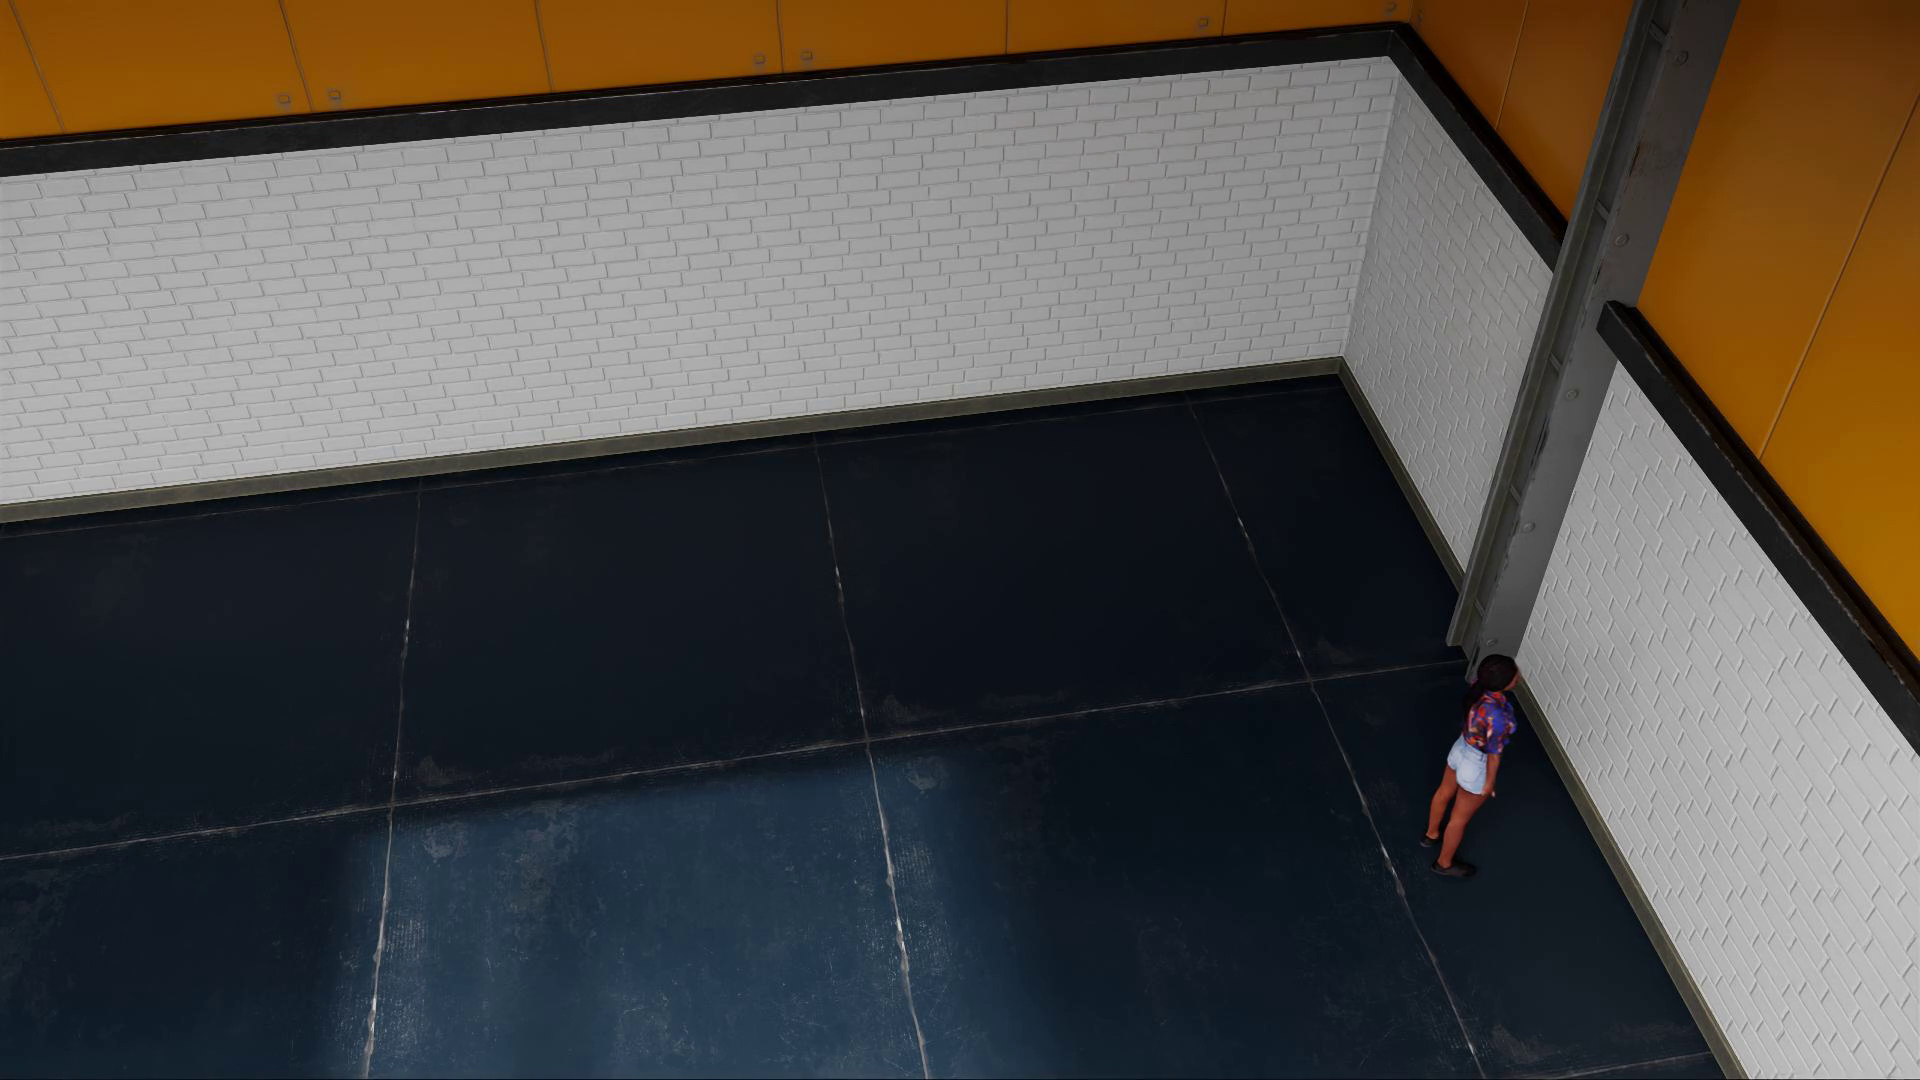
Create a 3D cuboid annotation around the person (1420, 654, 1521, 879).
[{"bbox_3d":[2.935,1.276,9.550,0.656,1.739,0.468,-4,44,-4],"label":"person"}]
